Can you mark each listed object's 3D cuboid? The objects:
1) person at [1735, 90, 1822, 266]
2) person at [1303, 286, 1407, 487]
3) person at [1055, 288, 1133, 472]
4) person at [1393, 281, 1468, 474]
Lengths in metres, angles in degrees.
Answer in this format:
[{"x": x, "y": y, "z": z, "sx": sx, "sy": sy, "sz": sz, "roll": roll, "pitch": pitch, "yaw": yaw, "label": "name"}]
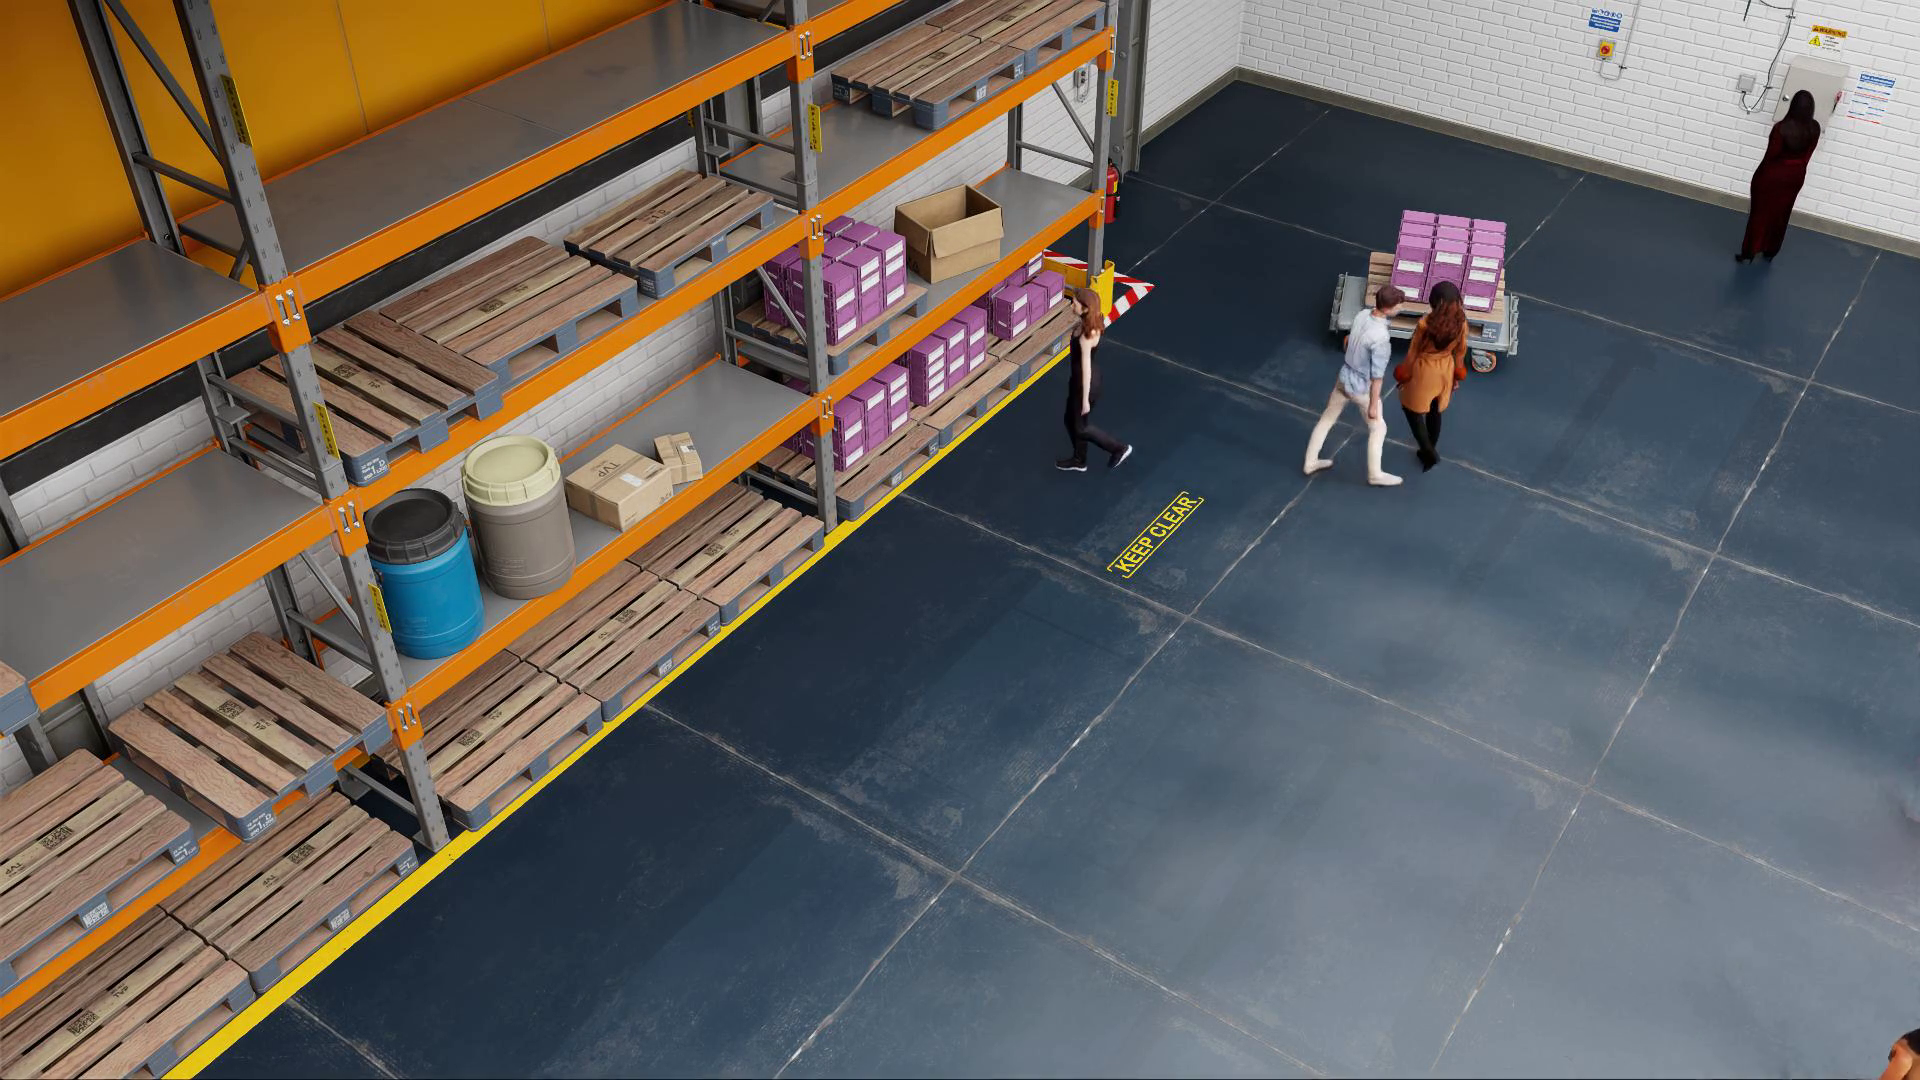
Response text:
[{"x": 7.919, "y": -3.490, "z": 16.052, "sx": 0.768, "sy": 1.756, "sz": 0.831, "roll": -7, "pitch": 39, "yaw": -9, "label": "person"}, {"x": 3.085, "y": -1.197, "z": 13.137, "sx": 1.071, "sy": 1.810, "sz": 0.995, "roll": -14, "pitch": 41, "yaw": -17, "label": "person"}, {"x": 1.102, "y": -1.239, "z": 13.256, "sx": 0.890, "sy": 1.728, "sz": 0.890, "roll": 2, "pitch": 39, "yaw": 2, "label": "person"}, {"x": 3.765, "y": -1.244, "z": 13.272, "sx": 0.996, "sy": 1.715, "sz": 1.056, "roll": -3, "pitch": 39, "yaw": -4, "label": "person"}]
